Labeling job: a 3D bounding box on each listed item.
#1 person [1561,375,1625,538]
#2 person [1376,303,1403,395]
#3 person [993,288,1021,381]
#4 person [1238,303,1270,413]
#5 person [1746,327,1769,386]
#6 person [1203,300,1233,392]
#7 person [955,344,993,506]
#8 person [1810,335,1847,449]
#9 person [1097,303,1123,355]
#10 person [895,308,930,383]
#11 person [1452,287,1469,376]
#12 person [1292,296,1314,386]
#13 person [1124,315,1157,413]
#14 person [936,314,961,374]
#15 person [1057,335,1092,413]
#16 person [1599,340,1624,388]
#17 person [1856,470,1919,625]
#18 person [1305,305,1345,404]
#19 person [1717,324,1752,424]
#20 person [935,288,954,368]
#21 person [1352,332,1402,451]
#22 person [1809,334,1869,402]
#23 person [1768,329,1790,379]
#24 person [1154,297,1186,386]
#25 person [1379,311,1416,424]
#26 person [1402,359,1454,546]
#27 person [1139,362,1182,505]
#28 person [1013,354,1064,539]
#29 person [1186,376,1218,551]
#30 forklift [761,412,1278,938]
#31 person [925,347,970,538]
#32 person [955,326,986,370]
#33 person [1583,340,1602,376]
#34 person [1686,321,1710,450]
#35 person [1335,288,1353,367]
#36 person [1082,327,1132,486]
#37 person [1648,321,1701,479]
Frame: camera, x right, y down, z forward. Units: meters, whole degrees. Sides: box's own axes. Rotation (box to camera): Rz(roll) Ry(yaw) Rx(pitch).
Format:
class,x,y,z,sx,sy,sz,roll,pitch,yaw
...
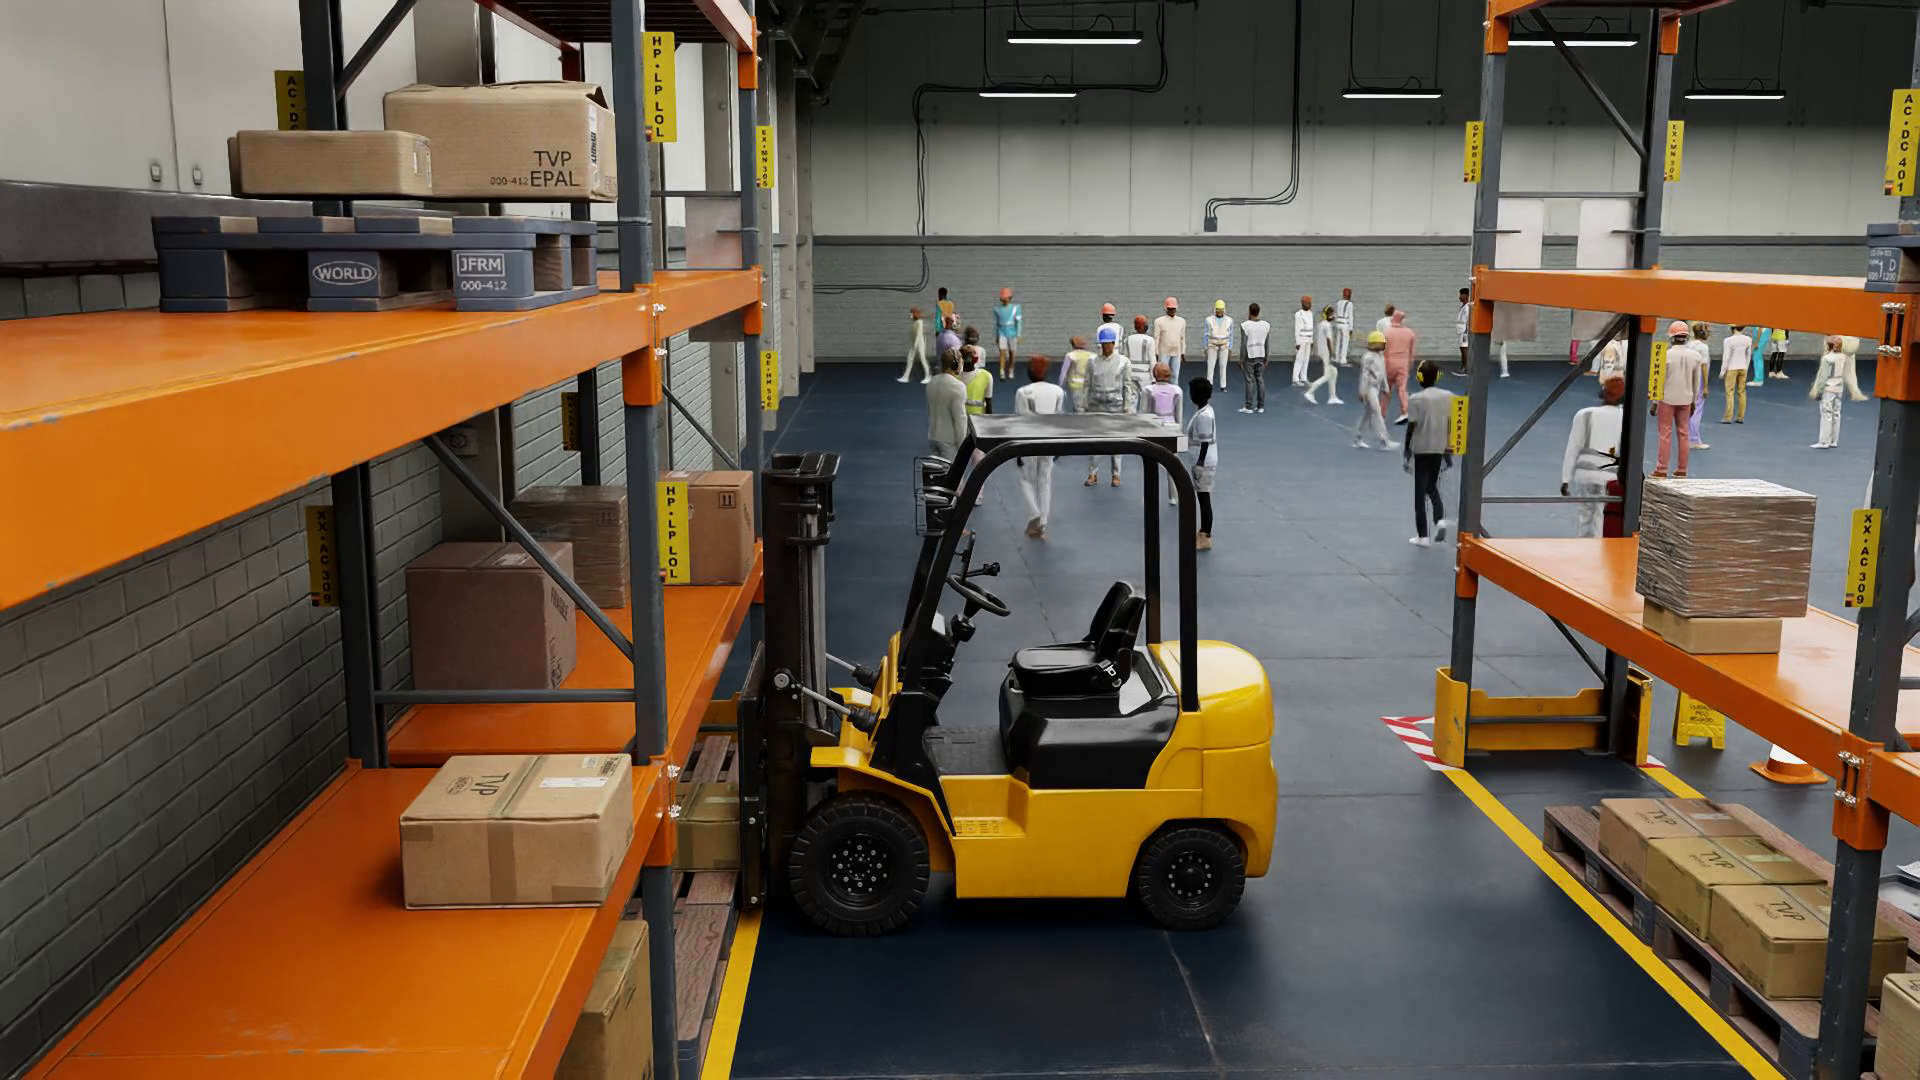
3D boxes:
class,x,y,z,sx,sy,sz,roll,pitch,yaw
person,5.580,-0.514,14.521,0.598,1.839,0.852,5,11,25
person,8.193,-3.618,31.803,0.532,1.833,0.633,-1,10,-3
person,1.022,-4.464,36.082,0.613,1.994,1.058,1,10,5
person,5.152,-3.182,29.128,0.596,1.916,0.373,-5,11,-25
person,16.610,-4.110,34.542,0.339,1.833,0.522,7,12,33
person,5.134,-3.846,33.056,0.590,1.837,0.403,0,10,0
person,0.096,-1.302,18.877,0.563,1.838,0.388,3,11,17
person,12.598,-2.137,24.071,0.515,1.645,0.309,-6,12,-30
person,2.524,-3.065,28.420,0.545,1.938,0.354,-9,13,-40
person,-0.980,-4.091,35.083,0.825,1.597,0.515,-5,11,-27
person,11.281,-4.659,37.221,0.361,1.965,0.613,1,10,7
person,7.143,-4.131,34.547,0.343,1.876,0.576,9,14,42
person,2.733,-2.443,25.107,0.575,1.885,0.355,9,14,42
person,-0.127,-2.460,25.165,0.399,1.900,0.644,-4,11,-21
person,1.695,-2.250,24.795,0.596,1.591,0.823,-8,13,-37
person,9.462,-2.274,24.065,0.390,1.925,0.549,6,12,31
person,6.185,0.103,11.074,0.392,1.836,0.561,1,10,8
person,6.748,-3.404,30.584,0.653,1.838,0.578,2,10,12
person,12.741,-2.788,27.356,0.522,1.769,0.318,-3,10,-14
person,-0.358,-5.009,39.344,0.396,1.910,0.586,7,13,36
person,6.020,-2.133,23.903,0.867,1.696,0.500,8,13,38
person,16.601,-3.642,31.347,0.690,2.000,1.031,-6,12,-31
person,17.991,-4.387,36.459,0.316,1.695,0.541,-2,10,-8
person,3.776,-3.360,29.901,0.623,1.993,0.385,-3,11,-16
person,7.188,-2.836,27.407,0.669,1.862,0.932,-1,10,-5
person,4.599,-0.851,16.345,0.544,1.847,0.415,-3,10,-14
person,2.276,-1.200,18.894,0.516,1.631,0.320,-2,10,-11
person,0.773,-0.934,16.732,0.589,1.868,0.413,-6,12,-28
person,2.346,-0.744,16.175,0.319,1.693,0.532,1,10,7
forklift,0.291,0.548,7.580,2.313,2.155,1.214,0,10,-2
person,-0.129,-0.980,16.847,0.378,1.931,0.624,-7,12,-33
person,0.114,-2.099,23.381,0.512,1.820,0.476,-6,12,-30
person,14.216,-4.648,37.236,0.376,1.940,0.629,6,12,31
person,10.638,-2.229,24.021,0.345,1.846,0.506,-2,10,-11
person,9.229,-5.095,39.906,0.370,1.879,0.580,-5,11,-24
person,1.794,-1.626,20.377,0.601,1.948,0.386,3,10,14
person,8.982,-1.748,20.921,0.624,1.993,0.385,-2,10,-9
